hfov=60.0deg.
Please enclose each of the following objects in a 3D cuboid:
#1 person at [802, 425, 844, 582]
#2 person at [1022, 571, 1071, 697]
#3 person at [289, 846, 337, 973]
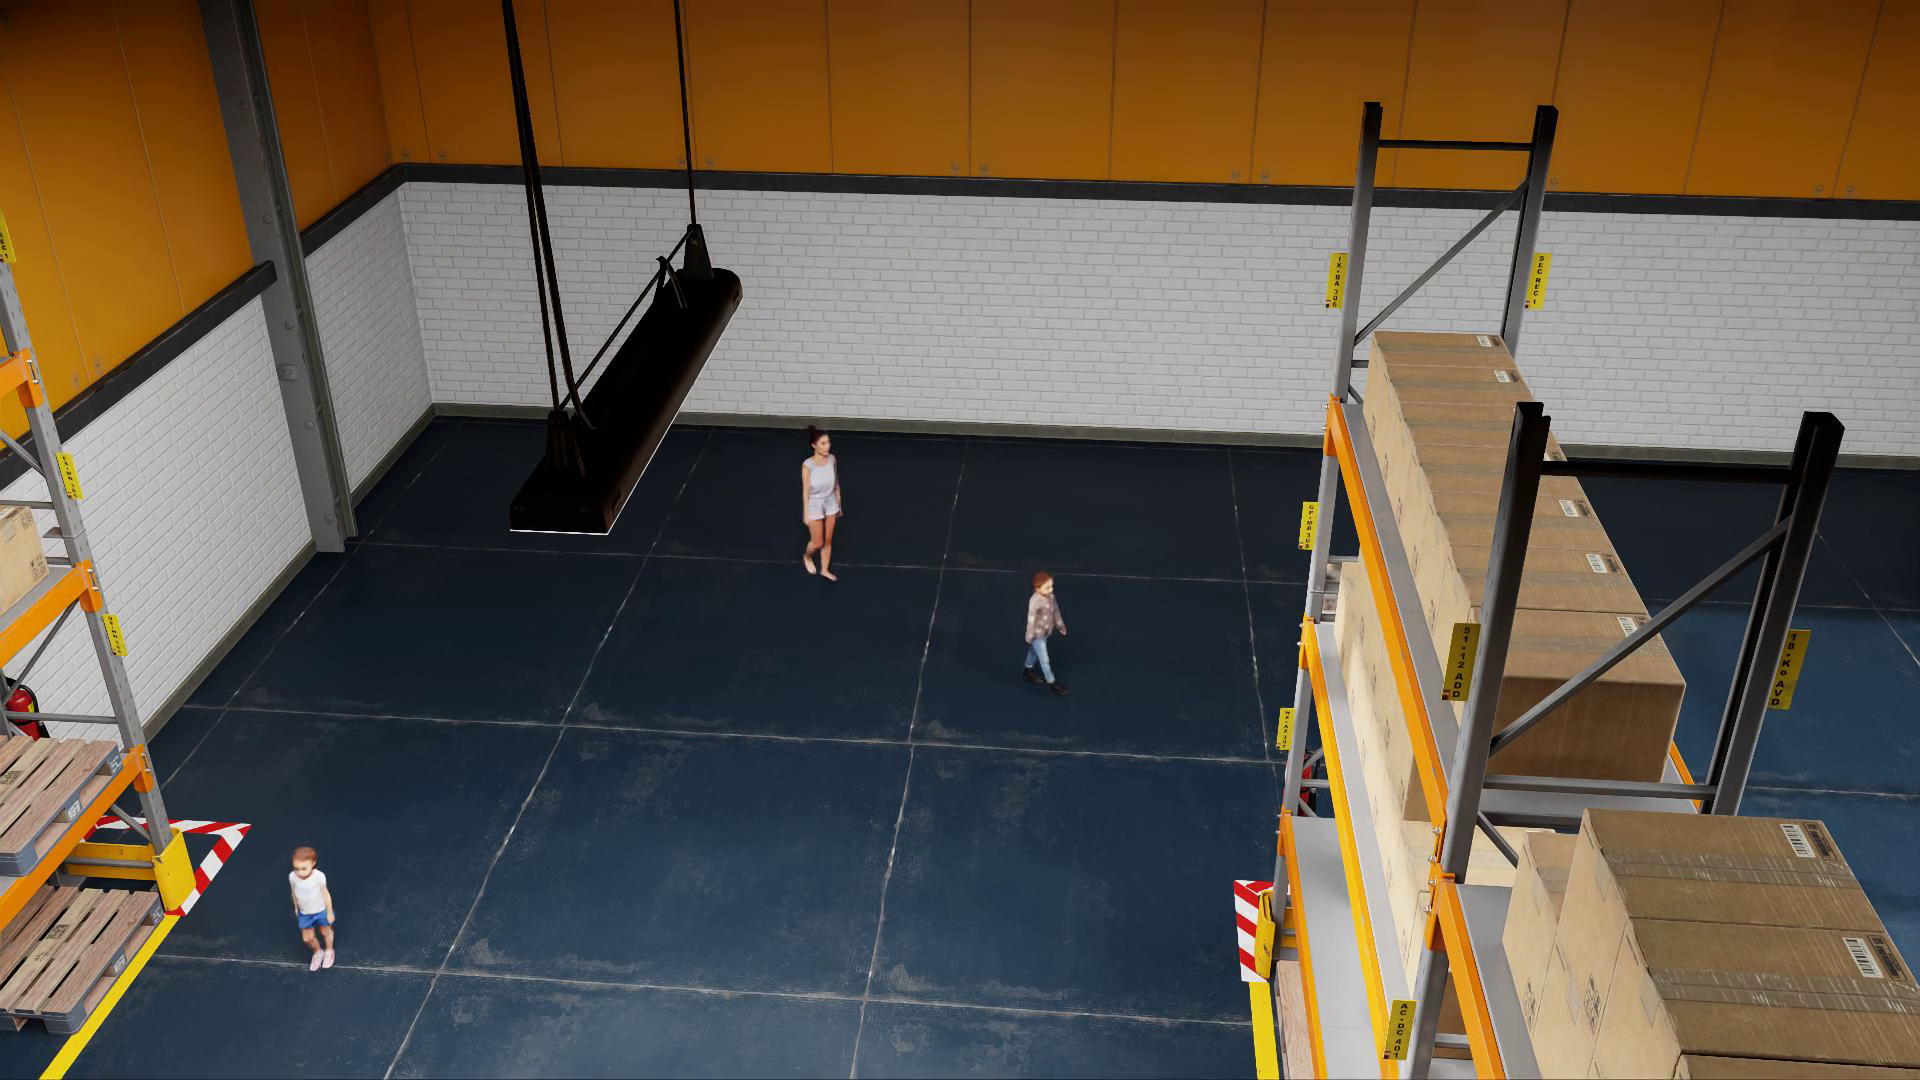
[{"bbox_3d":[-1.401,-0.355,16.130,0.707,1.599,0.772,-25,37,-37],"label":"person"},{"bbox_3d":[0.661,0.770,14.518,0.783,1.168,0.790,19,34,31],"label":"person"},{"bbox_3d":[-4.449,2.503,11.500,0.449,1.015,0.446,1,29,2],"label":"person"}]
